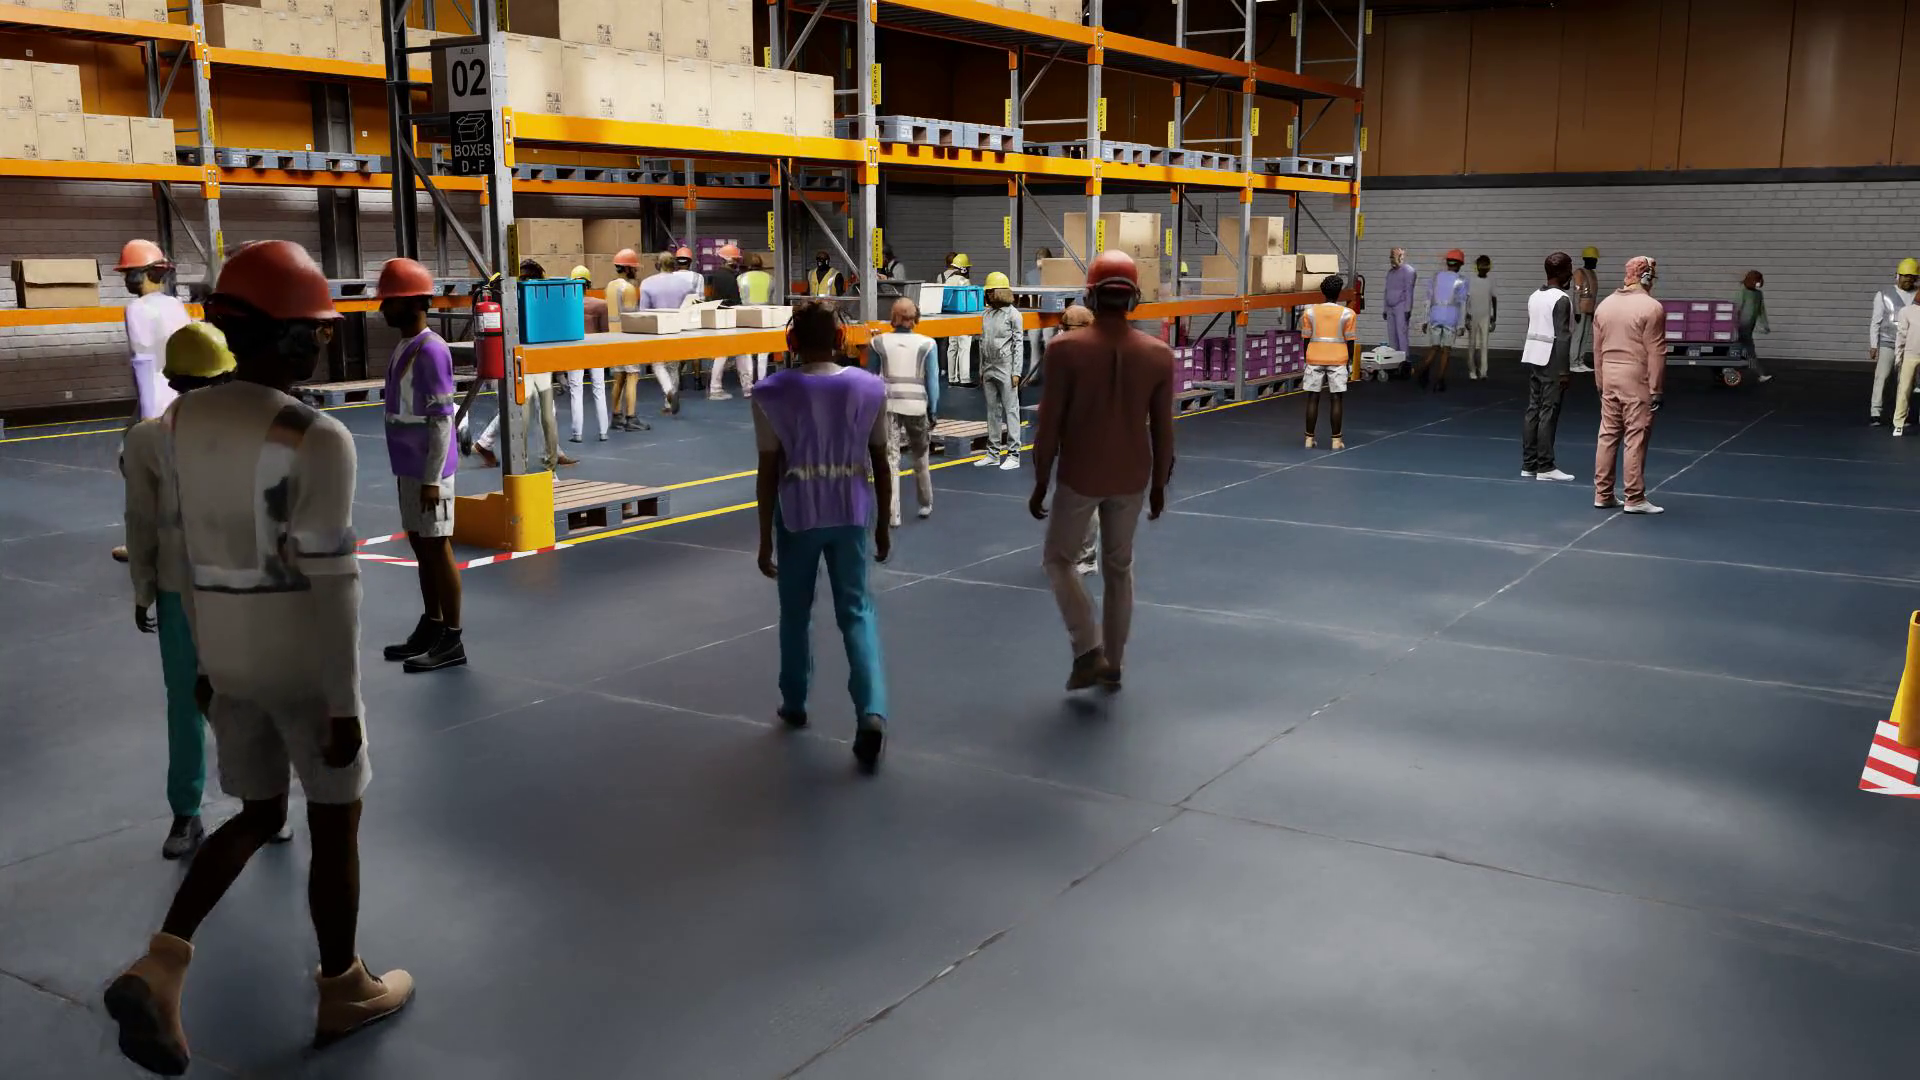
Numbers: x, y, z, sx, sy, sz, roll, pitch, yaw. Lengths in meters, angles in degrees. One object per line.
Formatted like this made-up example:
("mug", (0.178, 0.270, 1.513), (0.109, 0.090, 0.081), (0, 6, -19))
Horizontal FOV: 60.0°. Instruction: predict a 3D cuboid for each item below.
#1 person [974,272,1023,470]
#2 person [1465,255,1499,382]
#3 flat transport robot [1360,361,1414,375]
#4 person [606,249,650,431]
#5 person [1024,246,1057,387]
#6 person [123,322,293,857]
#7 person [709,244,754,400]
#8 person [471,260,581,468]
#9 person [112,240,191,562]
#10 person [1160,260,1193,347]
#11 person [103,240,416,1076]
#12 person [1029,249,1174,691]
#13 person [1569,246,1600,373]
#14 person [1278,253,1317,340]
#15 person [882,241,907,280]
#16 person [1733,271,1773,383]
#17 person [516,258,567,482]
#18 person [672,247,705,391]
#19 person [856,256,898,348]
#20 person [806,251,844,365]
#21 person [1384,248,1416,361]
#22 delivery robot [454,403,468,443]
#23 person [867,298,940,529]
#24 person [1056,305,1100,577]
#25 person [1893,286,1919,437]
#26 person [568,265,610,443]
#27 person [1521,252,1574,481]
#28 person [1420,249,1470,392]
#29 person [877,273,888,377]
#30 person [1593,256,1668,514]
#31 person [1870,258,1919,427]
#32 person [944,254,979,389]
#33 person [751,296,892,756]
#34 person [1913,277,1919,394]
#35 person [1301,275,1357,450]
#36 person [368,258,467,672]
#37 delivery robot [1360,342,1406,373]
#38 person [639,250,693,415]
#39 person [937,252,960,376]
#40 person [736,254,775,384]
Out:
("person", (0.342, -1.495, 14.739), (0.324, 1.743, 0.491), (-10, 14, -43))
("person", (7.484, -3.185, 23.930), (0.489, 1.812, 1.028), (2, 10, 12))
("flat transport robot", (6.104, -2.641, 25.170), (0.652, 0.197, 1.431), (-7, 12, -33))
("person", (-3.533, -2.105, 17.664), (0.376, 1.923, 0.584), (-8, 13, -37))
("person", (1.152, -3.072, 22.968), (0.627, 1.947, 0.419), (7, 12, 32))
("person", (-2.461, 0.163, 5.508), (0.523, 1.762, 0.328), (-4, 11, -21))
("person", (-2.816, -2.761, 21.152), (0.888, 1.959, 0.623), (-3, 11, -15))
("person", (-3.894, -1.544, 14.735), (0.903, 1.852, 0.586), (0, 10, 1))
("person", (-5.101, -0.863, 10.477), (0.760, 2.013, 0.634), (1, 10, 5))
("person", (2.989, -3.041, 23.303), (0.521, 1.742, 0.763), (6, 12, 31))
("person", (-1.694, 0.305, 3.990), (0.625, 2.028, 0.732), (5, 11, 25))
("person", (0.628, -0.281, 7.351), (0.665, 1.981, 0.562), (-3, 11, -15))
("person", (9.604, -3.538, 25.545), (0.371, 1.929, 0.585), (10, 14, 43))
("person", (5.257, -3.543, 25.888), (0.606, 1.823, 0.404), (0, 10, 3))
("person", (-1.181, -3.952, 27.528), (0.683, 2.000, 0.773), (4, 11, 23))
("person", (11.238, -3.018, 23.601), (0.609, 1.571, 0.852), (-6, 12, -31))
("person", (-3.505, -1.371, 13.696), (0.517, 1.874, 0.327), (-2, 10, -10))
("person", (-3.699, -2.970, 22.410), (0.548, 1.924, 0.390), (-1, 10, -4))
("person", (-0.929, -2.390, 19.426), (0.636, 1.842, 0.429), (1, 10, 7))
("person", (-2.149, -3.605, 26.157), (0.633, 1.843, 0.429), (4, 11, 21))
("person", (6.884, -3.637, 26.203), (0.398, 1.899, 0.649), (-4, 11, -22))
("delivery robot", (-4.883, -1.136, 15.784), (0.477, 0.478, 0.707), (-2, 10, -9))
("person", (-0.405, -0.913, 11.891), (0.527, 1.604, 0.774), (0, 10, 2))
("person", (0.695, -0.597, 10.057), (0.284, 1.636, 0.500), (-3, 11, -18))
("person", (9.884, -1.860, 17.095), (0.500, 1.629, 0.271), (5, 11, 24))
("person", (-3.772, -1.858, 16.684), (0.524, 1.770, 0.315), (-4, 11, -21))
("person", (4.983, -1.466, 14.091), (0.392, 1.920, 0.587), (-1, 10, -8))
("person", (6.483, -2.921, 22.194), (0.591, 1.904, 0.535), (8, 13, 39))
("person", (-0.934, -2.202, 18.933), (0.308, 1.645, 0.517), (-4, 11, -22))
("person", (5.003, -1.147, 12.373), (0.409, 1.903, 0.639), (-4, 11, -23))
("person", (10.208, -2.137, 18.056), (0.601, 1.827, 0.403), (2, 10, 12))
("person", (0.019, -2.966, 22.640), (0.403, 1.834, 0.588), (-7, 13, -36))
("person", (-0.530, -0.064, 6.640), (0.580, 1.811, 0.925), (-4, 11, -20))
("person", (12.911, -2.884, 22.068), (0.612, 1.871, 0.936), (7, 12, 33))
("person", (3.559, -1.710, 16.082), (0.530, 1.689, 0.322), (4, 11, 21))
("person", (-2.560, -0.350, 7.854), (0.355, 1.940, 0.542), (-7, 12, -33))
("delivery robot", (6.099, -2.614, 23.972), (0.707, 0.478, 0.477), (-8, 13, -39))
("person", (-3.339, -2.355, 19.035), (0.636, 1.918, 0.766), (-5, 11, -26))
("person", (-0.107, -3.365, 24.818), (0.508, 1.846, 0.345), (7, 13, 35))
("person", (-2.839, -3.030, 23.000), (0.660, 1.827, 0.531), (-4, 11, -23))
